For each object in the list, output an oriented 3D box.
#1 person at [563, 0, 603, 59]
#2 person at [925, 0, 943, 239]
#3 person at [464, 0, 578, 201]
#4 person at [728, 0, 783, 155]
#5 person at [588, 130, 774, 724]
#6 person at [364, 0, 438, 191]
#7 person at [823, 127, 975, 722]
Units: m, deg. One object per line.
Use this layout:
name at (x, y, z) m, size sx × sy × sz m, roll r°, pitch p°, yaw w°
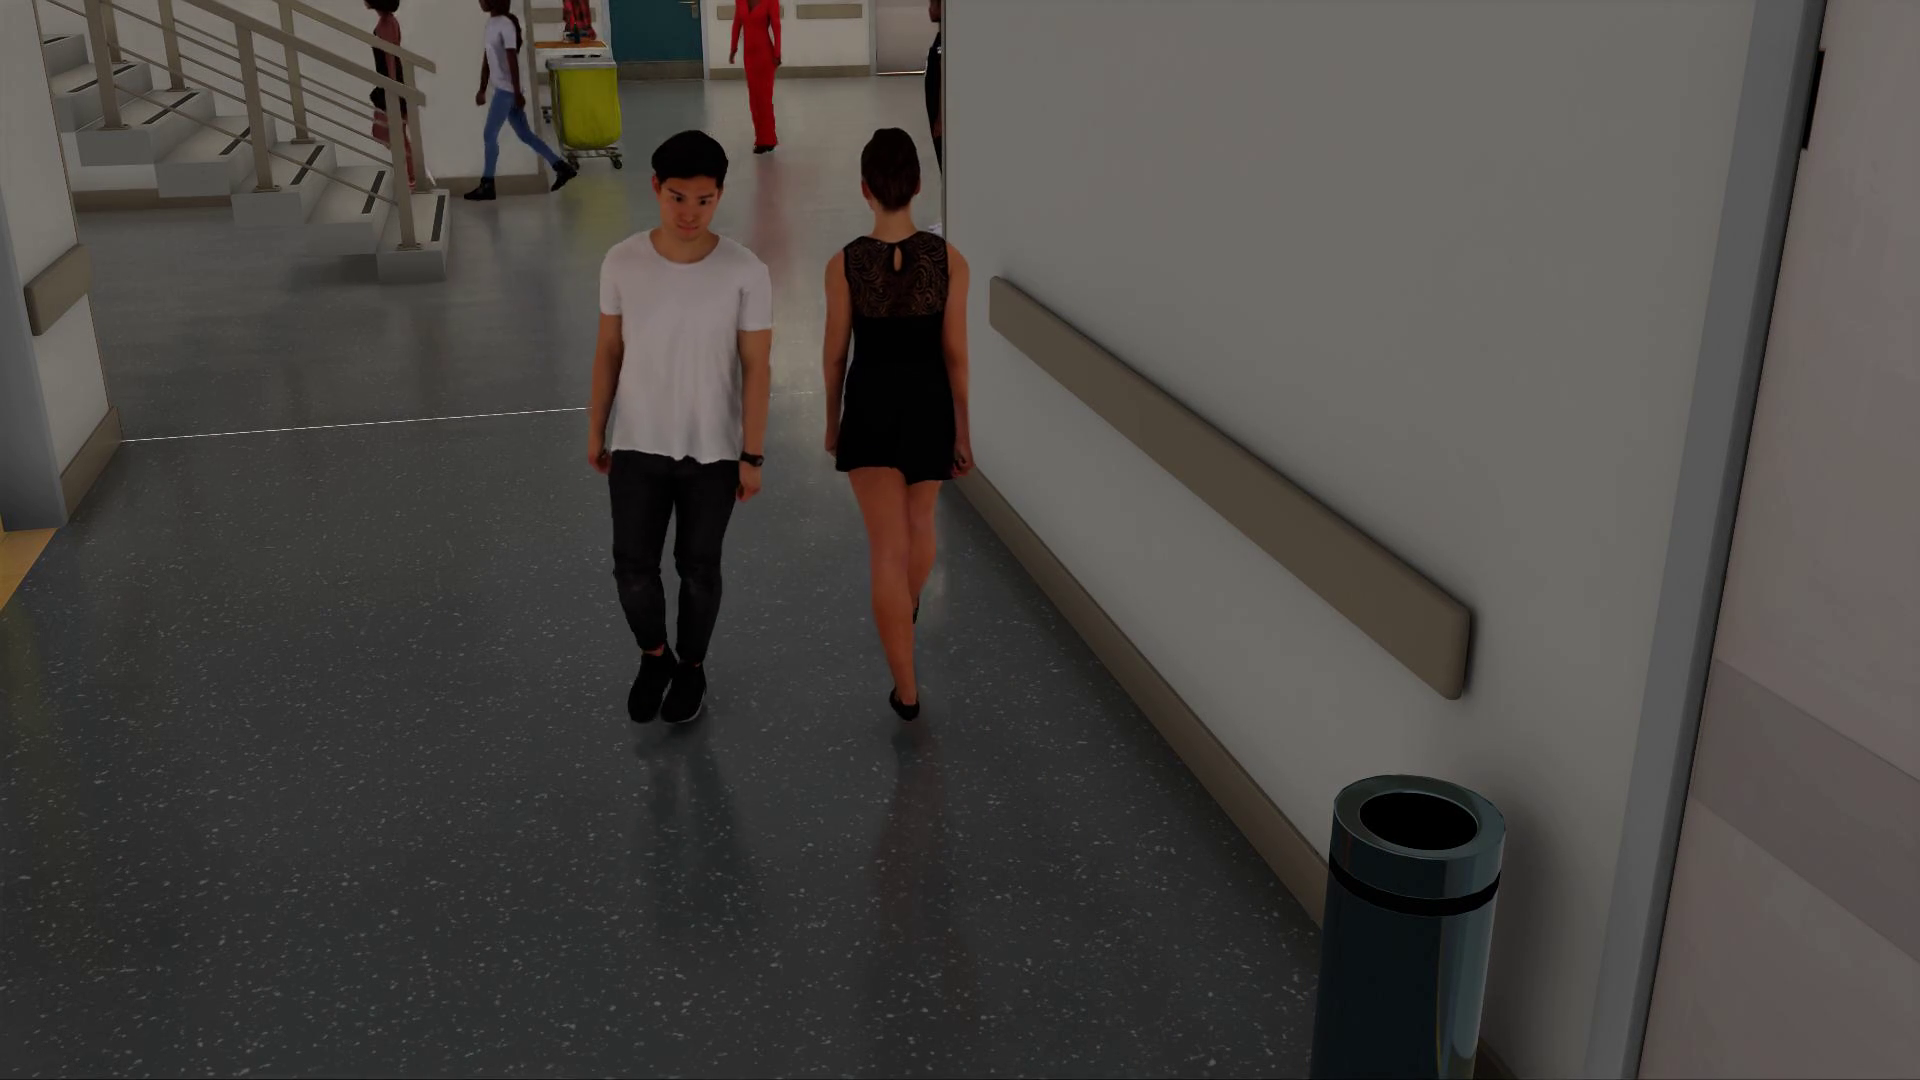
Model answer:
person at (-4.559, -5.941, 19.606) m, size 0.792 × 1.677 × 0.752 m, roll 7°, pitch 22°, yaw 17°
person at (-0.095, -3.040, 11.873) m, size 0.677 × 1.729 × 0.689 m, roll 3°, pitch 21°, yaw 7°
person at (-3.550, -3.580, 13.372) m, size 1.233 × 1.676 × 0.774 m, roll -11°, pitch 24°, yaw -28°
person at (-1.873, -4.610, 15.966) m, size 0.881 × 1.767 × 0.935 m, roll 11°, pitch 24°, yaw 27°
person at (-0.757, -0.304, 4.662) m, size 0.696 × 1.688 × 0.852 m, roll 3°, pitch 21°, yaw 8°
person at (-4.324, -3.485, 12.979) m, size 0.648 × 1.778 × 0.585 m, roll -5°, pitch 21°, yaw -12°
person at (-0.176, -0.274, 4.727) m, size 1.090 × 1.618 × 0.709 m, roll -3°, pitch 21°, yaw -8°
